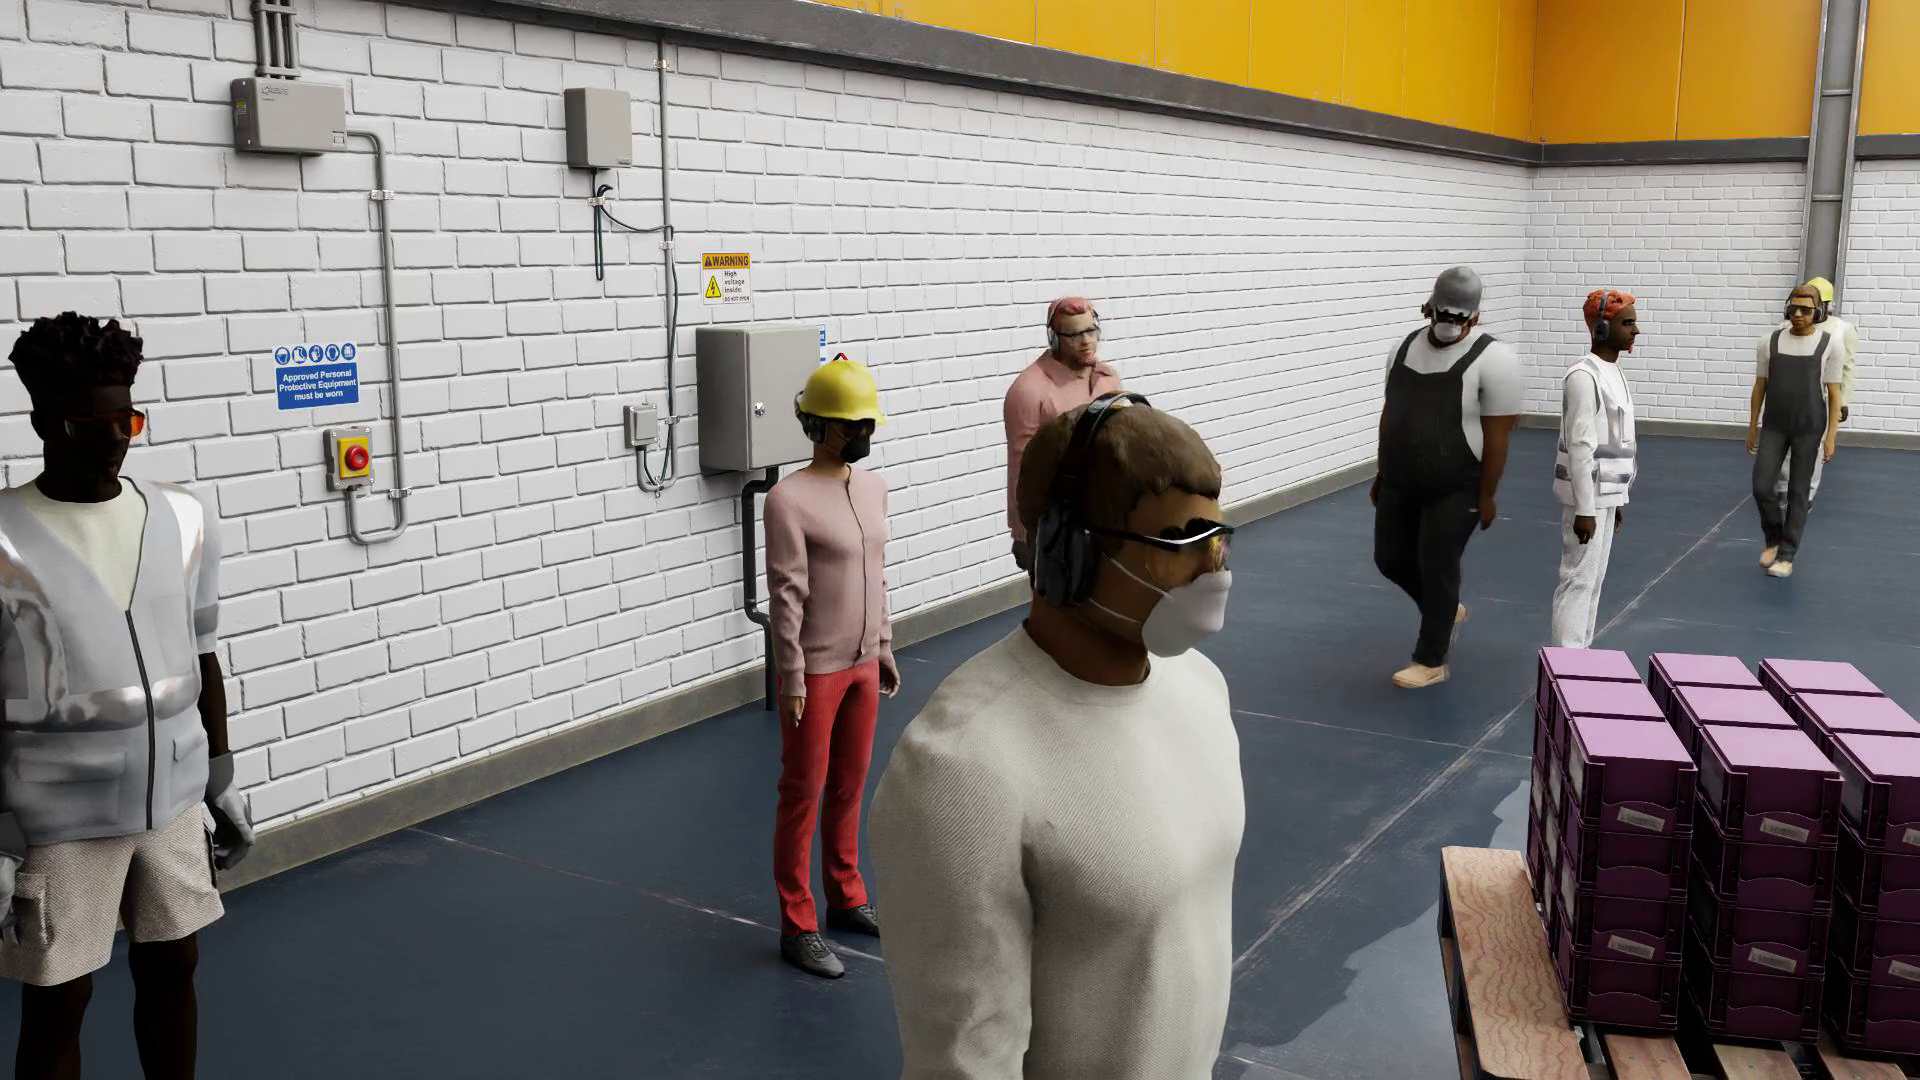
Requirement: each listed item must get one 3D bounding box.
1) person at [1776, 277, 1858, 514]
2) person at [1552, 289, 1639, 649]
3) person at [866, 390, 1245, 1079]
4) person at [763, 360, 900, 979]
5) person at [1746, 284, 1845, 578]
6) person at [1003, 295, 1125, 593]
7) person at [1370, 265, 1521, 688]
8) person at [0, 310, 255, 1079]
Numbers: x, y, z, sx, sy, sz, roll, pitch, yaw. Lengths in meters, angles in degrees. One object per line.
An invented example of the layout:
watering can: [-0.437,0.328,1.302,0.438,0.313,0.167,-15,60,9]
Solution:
person: [6.515,-1.094,12.740,0.594,1.815,0.431,8,13,36]
person: [2.866,-0.178,7.496,0.355,1.882,0.575,6,12,31]
person: [0.154,0.792,1.967,0.372,1.939,0.631,6,12,31]
person: [-0.355,0.361,4.834,0.313,1.767,0.523,6,12,31]
person: [5.166,-0.669,10.342,0.541,1.832,0.398,8,13,38]
person: [0.444,-0.106,7.156,0.683,1.879,0.544,-9,14,-42]
person: [2.265,-0.321,7.849,0.654,2.000,0.706,-8,13,-37]
person: [-1.730,0.523,3.377,0.367,1.965,0.604,6,12,31]
